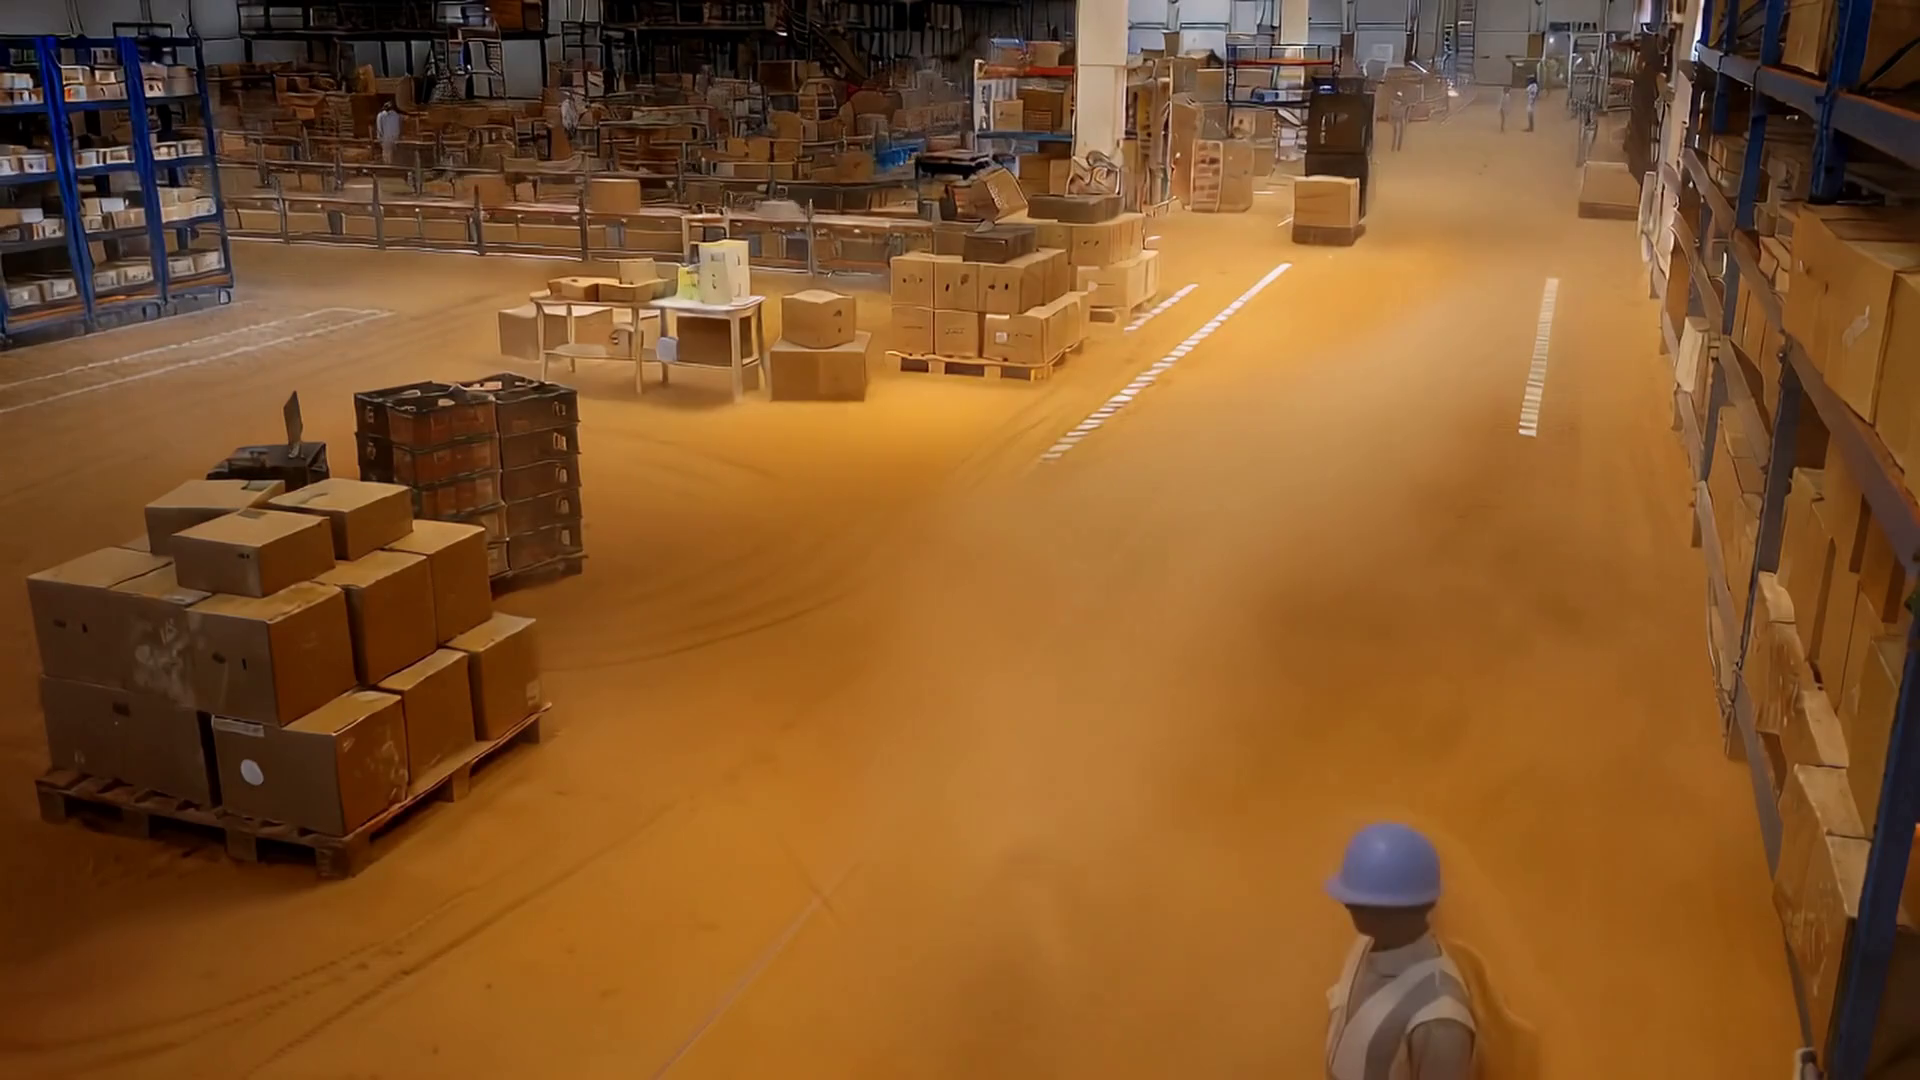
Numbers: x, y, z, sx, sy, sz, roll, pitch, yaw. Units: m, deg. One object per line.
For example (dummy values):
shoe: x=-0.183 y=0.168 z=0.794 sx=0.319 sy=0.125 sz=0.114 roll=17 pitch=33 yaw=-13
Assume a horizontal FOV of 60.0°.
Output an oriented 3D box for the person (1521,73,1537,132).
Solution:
person: x=19.208 y=-14.763 z=56.099 sx=0.384 sy=1.930 sz=0.540 roll=12 pitch=21 yaw=34

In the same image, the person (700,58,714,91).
person: x=-11.395 y=-20.678 z=74.776 sx=0.714 sy=1.880 sz=0.394 roll=-8 pitch=20 yaw=-25

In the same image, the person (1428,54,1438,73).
person: x=23.153 y=-22.851 z=81.532 sx=0.549 sy=1.902 sz=0.680 roll=6 pitch=19 yaw=18

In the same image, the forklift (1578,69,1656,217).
forklift: x=13.219 y=-7.740 z=32.475 sx=1.873 sy=2.768 sz=1.129 roll=6 pitch=19 yaw=18

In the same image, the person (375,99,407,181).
person: x=-13.624 y=-9.580 z=39.858 sx=0.635 sy=1.900 sz=0.404 roll=-14 pitch=22 yaw=-37

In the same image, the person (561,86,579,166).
person: x=-10.153 y=-10.814 z=43.494 sx=0.375 sy=2.044 sz=0.607 roll=2 pitch=18 yaw=8

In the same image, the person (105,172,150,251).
person: x=-14.070 y=-5.723 z=27.996 sx=0.778 sy=1.736 sz=0.531 roll=7 pitch=19 yaw=20

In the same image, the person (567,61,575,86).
person: x=-16.955 y=-20.003 z=72.750 sx=0.635 sy=1.802 sz=0.599 roll=-2 pitch=18 yaw=-7

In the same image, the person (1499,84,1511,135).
person: x=17.777 y=-14.041 z=54.310 sx=0.519 sy=1.628 sz=0.382 roll=-8 pitch=19 yaw=-24

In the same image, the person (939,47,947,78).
person: x=-1.060 y=-28.736 z=100.166 sx=0.570 sy=1.824 sz=0.631 roll=8 pitch=19 yaw=23

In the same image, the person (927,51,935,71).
person: x=-1.485 y=-23.587 z=83.719 sx=0.392 sy=1.988 sz=0.608 roll=8 pitch=19 yaw=22

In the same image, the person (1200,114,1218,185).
person: x=5.810 y=-9.110 z=38.822 sx=0.281 sy=1.624 sz=0.493 roll=-13 pitch=22 yaw=-35

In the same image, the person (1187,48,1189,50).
person: x=12.603 y=-26.273 z=92.270 sx=0.722 sy=1.921 sz=0.617 roll=13 pitch=22 yaw=36

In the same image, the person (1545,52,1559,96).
person: x=28.465 y=-22.389 z=79.865 sx=0.674 sy=2.000 sz=0.535 roll=15 pitch=23 yaw=39

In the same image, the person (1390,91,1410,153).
person: x=12.584 y=-11.969 z=47.606 sx=0.531 sy=1.753 sz=0.581 roll=4 pitch=18 yaw=12

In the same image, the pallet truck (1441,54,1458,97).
pallet truck: x=22.765 y=-21.886 z=78.355 sx=0.823 sy=1.965 sz=1.885 roll=-4 pitch=18 yaw=-14

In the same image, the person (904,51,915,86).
person: x=-2.639 y=-24.701 z=87.367 sx=0.570 sy=1.887 sz=0.964 roll=0 pitch=18 yaw=0

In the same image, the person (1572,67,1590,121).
person: x=22.859 y=-16.422 z=61.263 sx=0.606 sy=1.958 sz=0.378 roll=2 pitch=18 yaw=6

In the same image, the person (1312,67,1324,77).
person: x=14.461 y=-18.361 z=67.422 sx=0.548 sy=1.918 sz=0.808 roll=16 pitch=24 yaw=41

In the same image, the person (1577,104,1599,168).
person: x=16.221 y=-10.427 z=42.940 sx=0.515 sy=1.636 sz=0.314 roll=-3 pitch=18 yaw=-10

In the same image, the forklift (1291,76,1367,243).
forklift: x=6.598 y=-6.755 z=29.381 sx=1.129 sy=2.768 sz=1.873 roll=6 pitch=19 yaw=19

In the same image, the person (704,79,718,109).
person: x=-8.188 y=-14.236 z=54.664 sx=0.953 sy=1.785 sz=0.609 roll=15 pitch=23 yaw=39

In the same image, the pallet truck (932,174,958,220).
pallet truck: x=-0.507 y=-5.292 z=27.348 sx=0.653 sy=1.274 sz=1.630 roll=6 pitch=19 yaw=19

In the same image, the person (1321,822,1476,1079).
person: x=1.137 y=1.646 z=4.501 sx=0.408 sy=1.942 sz=0.616 roll=-2 pitch=18 yaw=-5

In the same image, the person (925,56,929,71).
person: x=-1.598 y=-24.028 z=85.365 sx=0.579 sy=1.835 sz=1.003 roll=13 pitch=22 yaw=34

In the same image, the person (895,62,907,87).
person: x=-2.666 y=-20.809 z=75.458 sx=0.508 sy=1.695 sz=0.746 roll=-14 pitch=22 yaw=-37

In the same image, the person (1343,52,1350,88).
person: x=20.344 y=-24.754 z=87.628 sx=0.450 sy=1.836 sz=0.520 roll=-12 pitch=21 yaw=-33
